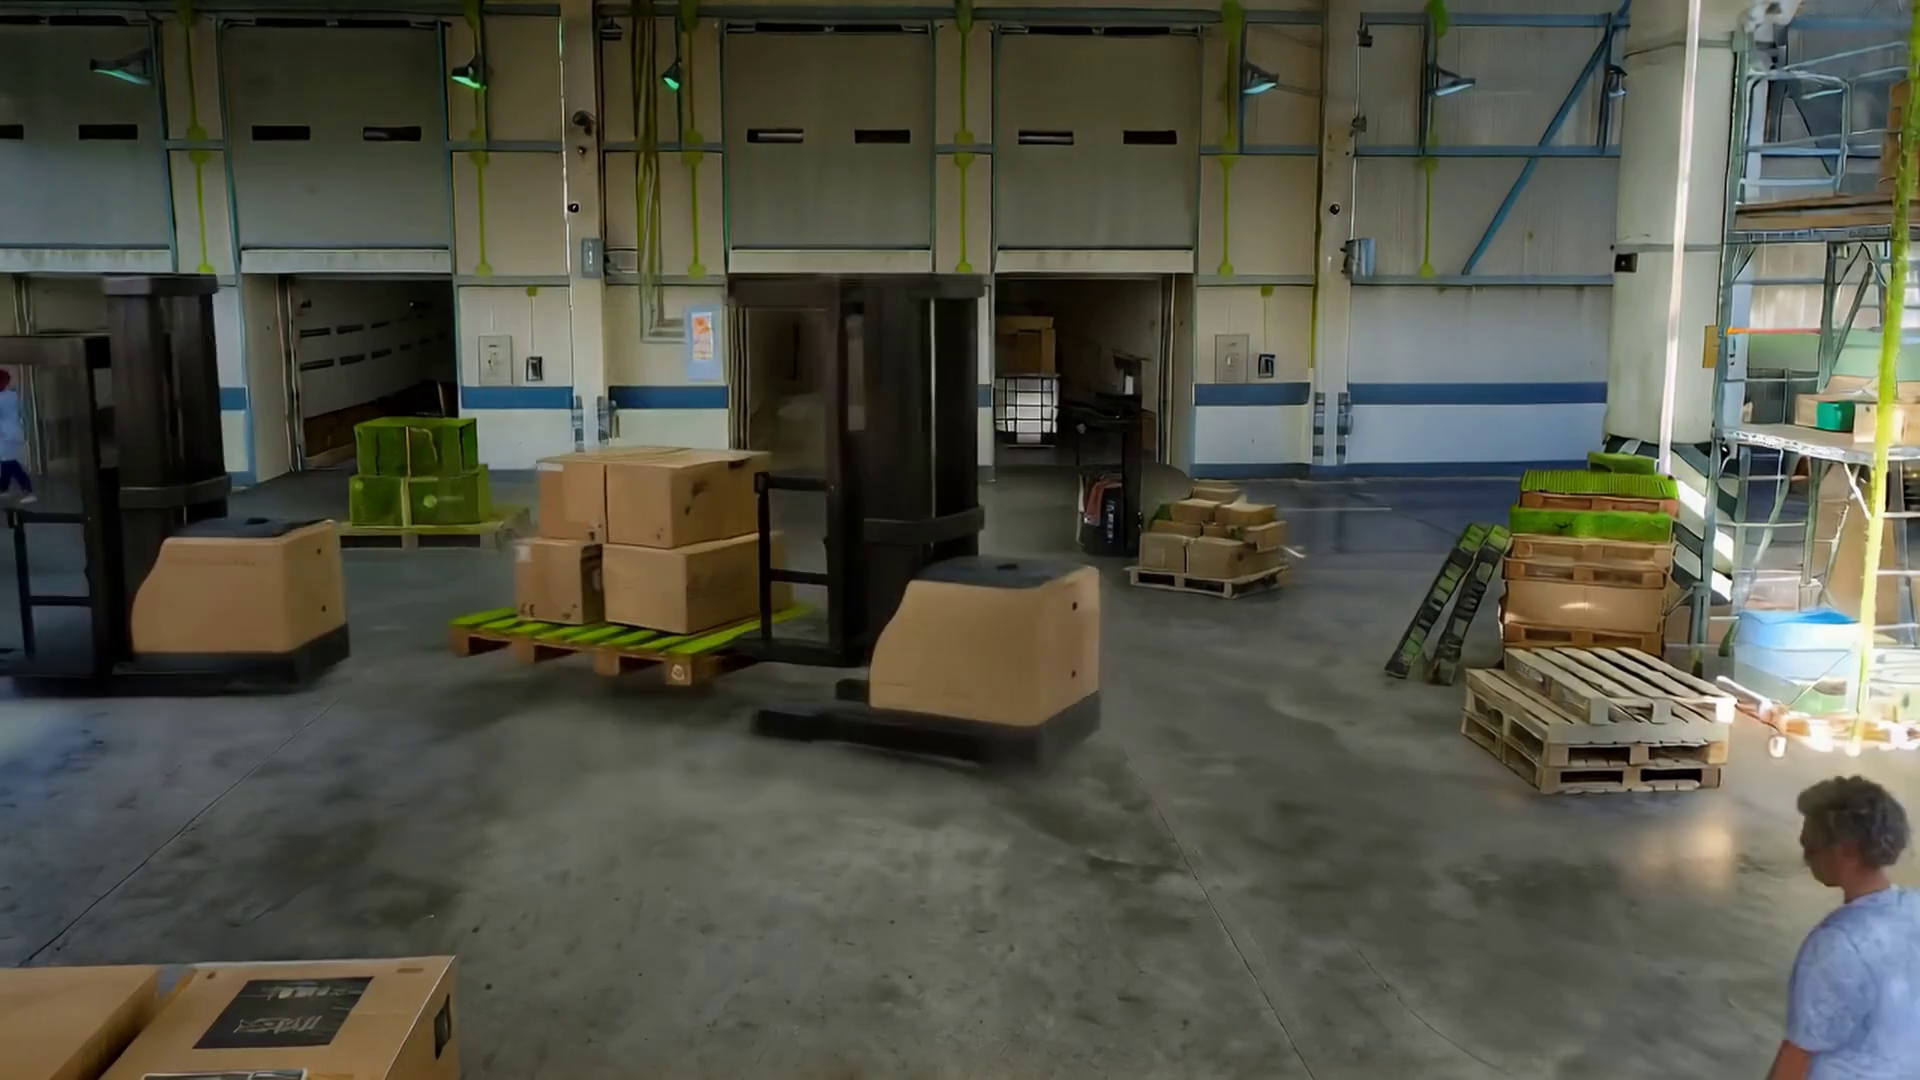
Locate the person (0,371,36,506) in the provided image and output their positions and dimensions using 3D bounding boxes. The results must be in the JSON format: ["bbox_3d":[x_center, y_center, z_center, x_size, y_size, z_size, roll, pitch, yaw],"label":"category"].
[{"bbox_3d":[-11.716,-1.242,20.364,0.869,1.644,0.563,1,9,7],"label":"person"}]

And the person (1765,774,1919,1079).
[{"bbox_3d":[2.095,1.362,4.052,0.546,1.647,0.814,-8,12,-43],"label":"person"}]

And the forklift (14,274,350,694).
[{"bbox_3d":[-5.363,-0.425,11.419,1.873,2.768,1.129,0,9,3],"label":"forklift"}]

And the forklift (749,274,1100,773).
[{"bbox_3d":[-0.186,-0.184,9.900,1.873,2.768,1.129,5,10,27],"label":"forklift"}]

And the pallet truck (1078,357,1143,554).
[{"bbox_3d":[2.088,-0.836,16.757,1.885,1.965,0.823,2,9,13],"label":"pallet truck"}]
